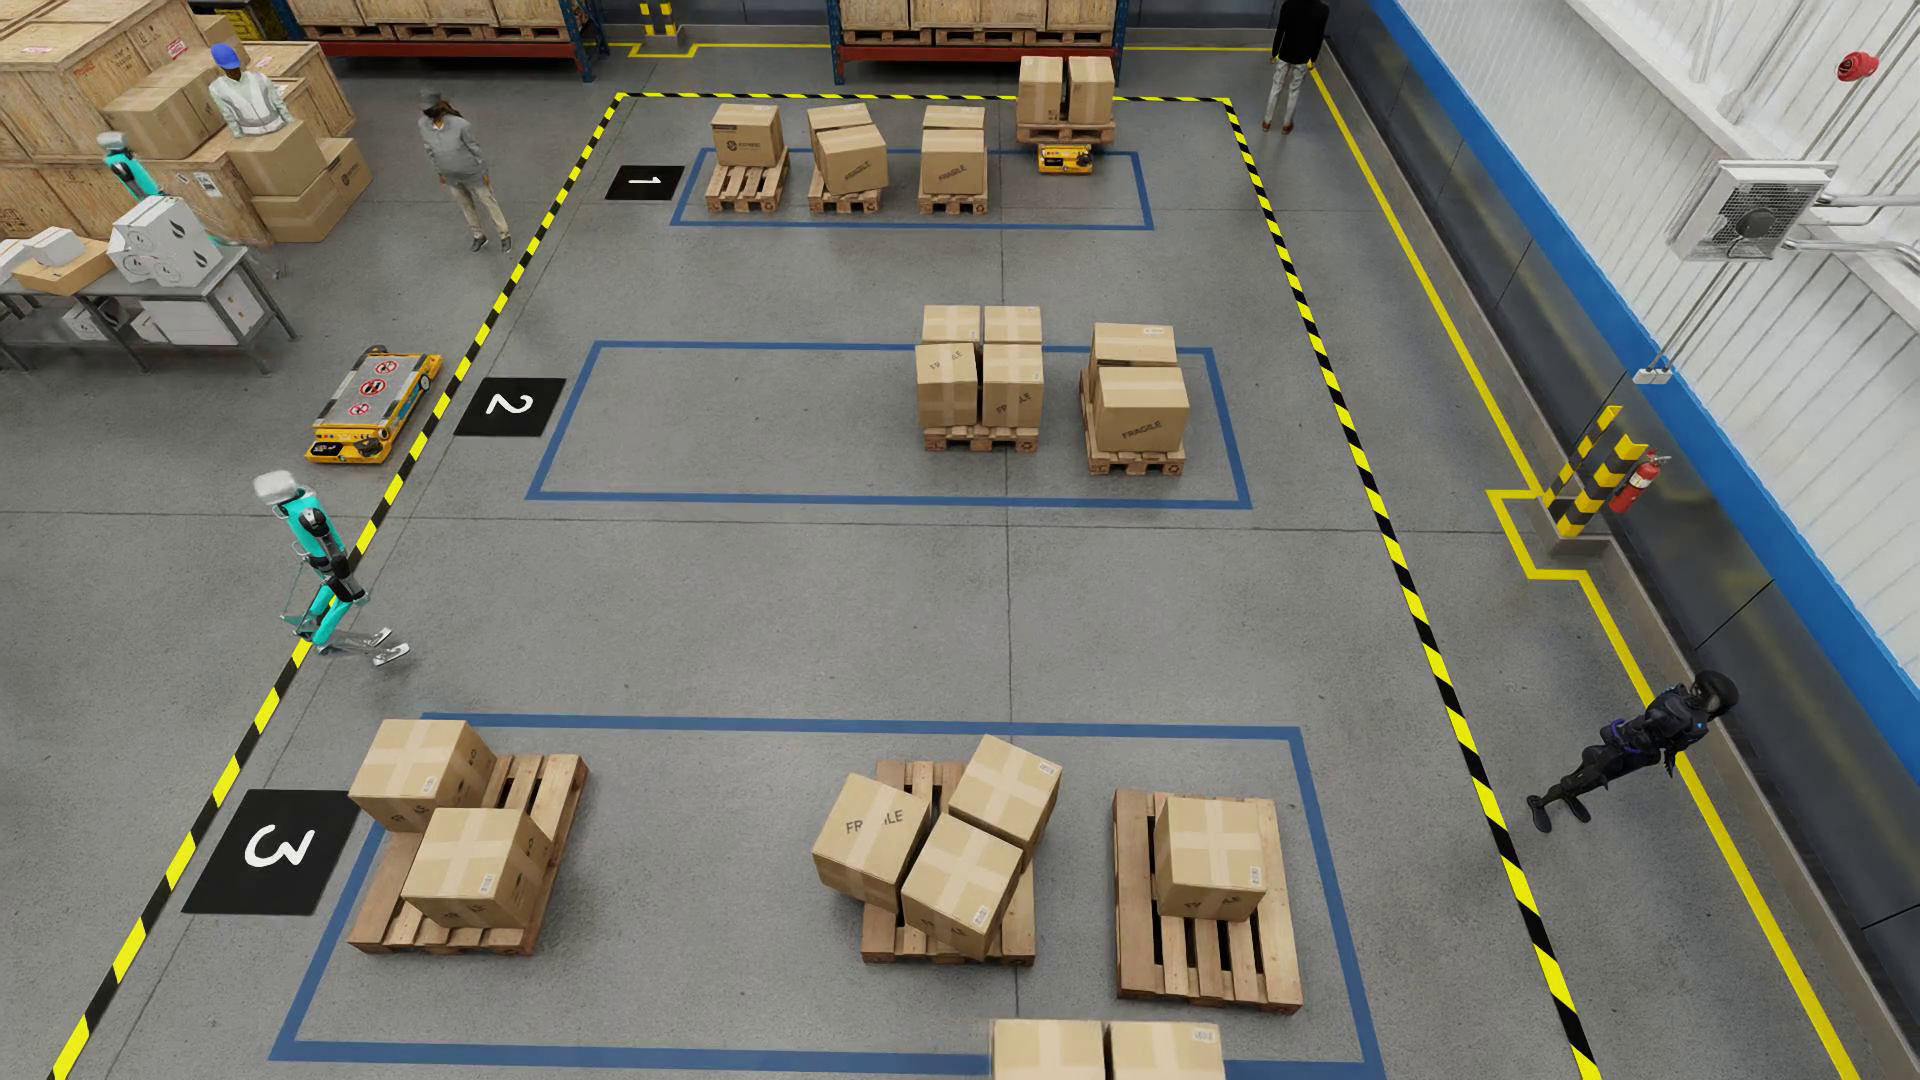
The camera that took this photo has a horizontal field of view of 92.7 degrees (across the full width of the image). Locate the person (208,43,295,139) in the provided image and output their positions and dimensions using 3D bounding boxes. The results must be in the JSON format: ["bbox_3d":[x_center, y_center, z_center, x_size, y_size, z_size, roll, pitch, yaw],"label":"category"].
[{"bbox_3d":[-7.525,-4.393,9.993,0.602,1.939,0.411,-33,57,-25],"label":"person"}]

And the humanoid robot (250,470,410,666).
[{"bbox_3d":[-4.299,0.305,6.062,0.533,1.672,0.735,34,58,25],"label":"humanoid robot"}]

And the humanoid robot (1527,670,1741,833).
[{"bbox_3d":[3.949,1.250,5.375,0.599,1.659,0.315,-8,50,-7],"label":"humanoid robot"}]

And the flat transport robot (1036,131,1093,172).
[{"bbox_3d":[1.310,-5.138,11.696,0.652,0.197,1.431,1,50,1],"label":"flat transport robot"}]

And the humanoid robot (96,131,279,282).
[{"bbox_3d":[-7.576,-3.224,9.176,0.844,1.854,0.552,-26,54,-20],"label":"humanoid robot"}]

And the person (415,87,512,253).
[{"bbox_3d":[-5.238,-3.883,9.669,0.574,1.767,0.395,2,50,1],"label":"person"}]

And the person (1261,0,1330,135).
[{"bbox_3d":[4.167,-6.041,11.425,0.584,1.879,0.380,17,52,14],"label":"person"}]

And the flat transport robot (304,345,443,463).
[{"bbox_3d":[-5.383,-1.269,8.441,0.659,0.231,1.431,1,50,1],"label":"flat transport robot"}]
